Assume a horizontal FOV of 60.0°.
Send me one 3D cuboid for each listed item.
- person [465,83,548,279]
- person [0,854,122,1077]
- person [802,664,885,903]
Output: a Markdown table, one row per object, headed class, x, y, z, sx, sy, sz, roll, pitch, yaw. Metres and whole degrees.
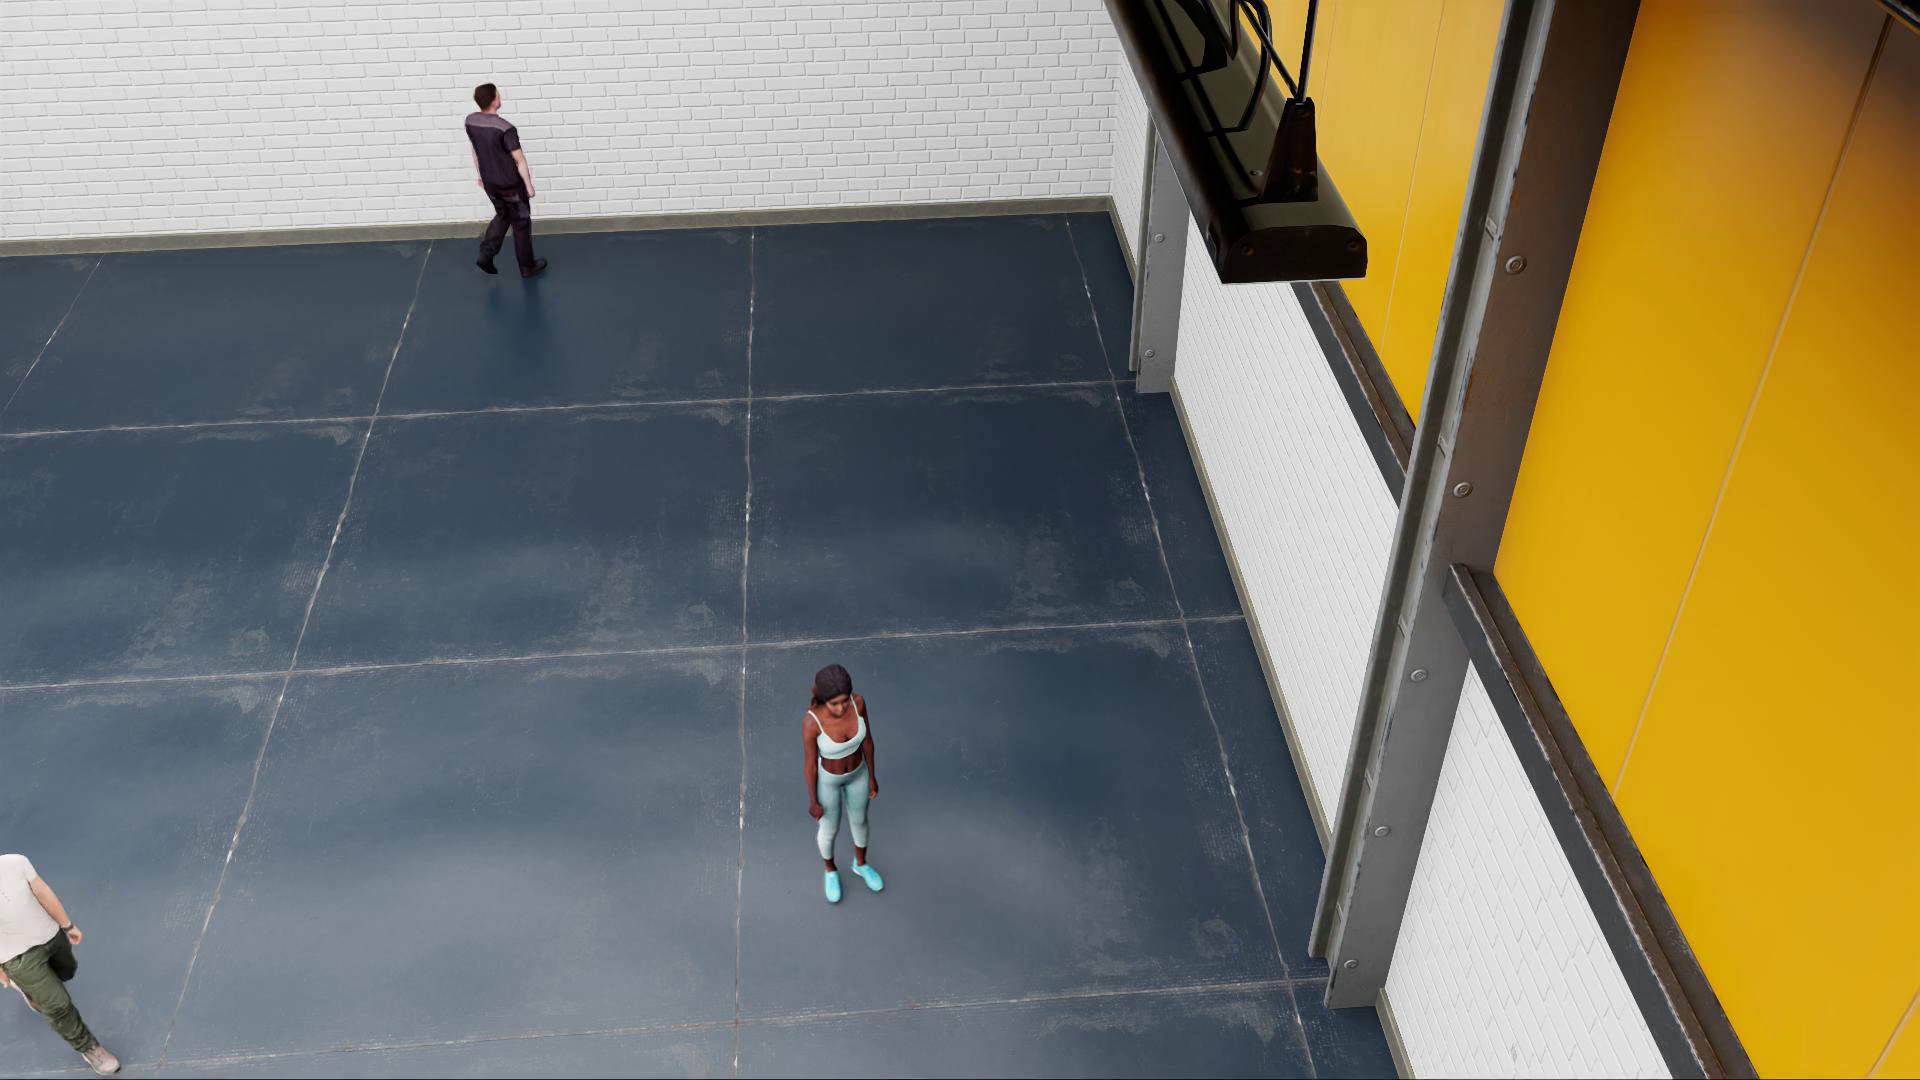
| class | x | y | z | sx | sy | sz | roll | pitch | yaw |
| --- | --- | --- | --- | --- | --- | --- | --- | --- | --- |
| person | -4.026 | -3.070 | 14.491 | 0.972 | 1.833 | 1.049 | 22 | 44 | 25 |
| person | -4.694 | 1.990 | 8.313 | 0.989 | 1.635 | 1.050 | 18 | 42 | 21 |
| person | -0.656 | 1.309 | 9.095 | 0.647 | 1.723 | 0.661 | -20 | 43 | -23 |
